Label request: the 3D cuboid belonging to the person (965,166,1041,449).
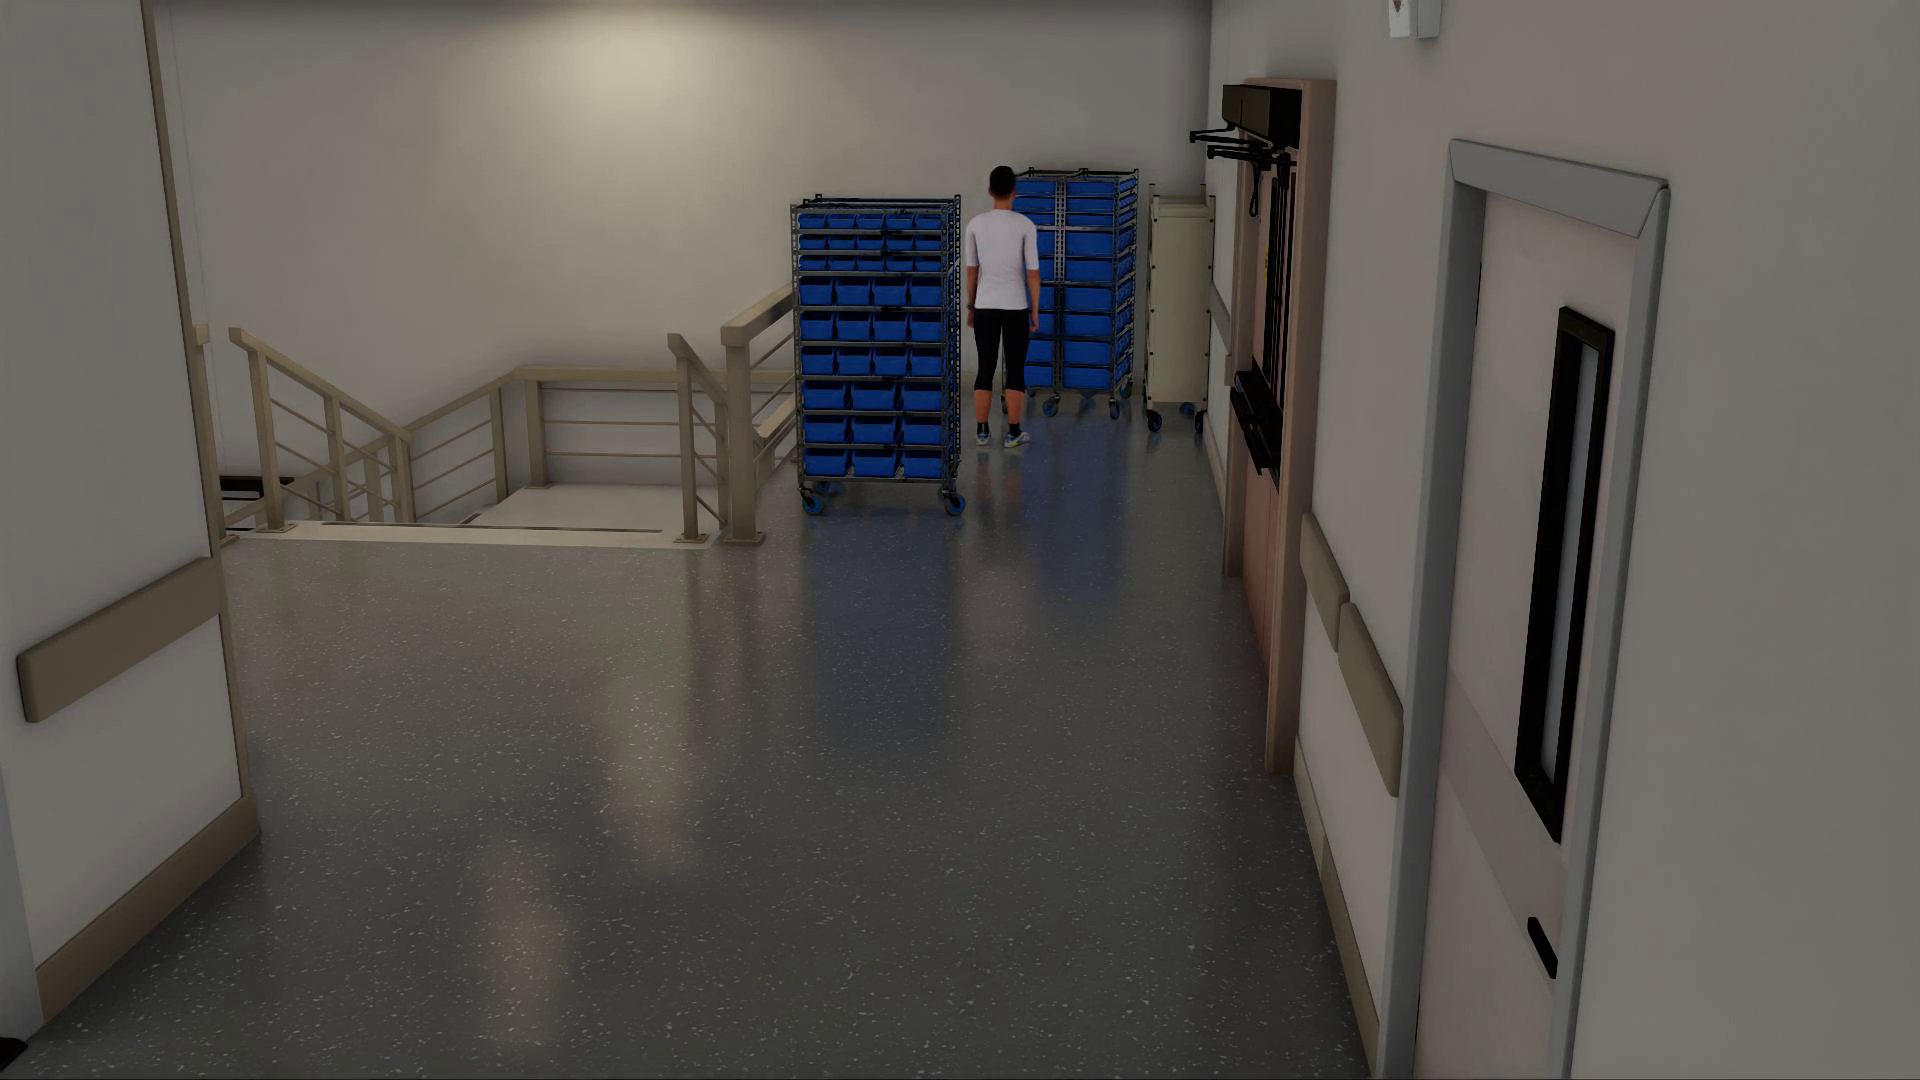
[{"bbox_3d":[0.274,-1.548,11.076,0.694,1.847,0.606,4,16,15],"label":"person"}]
